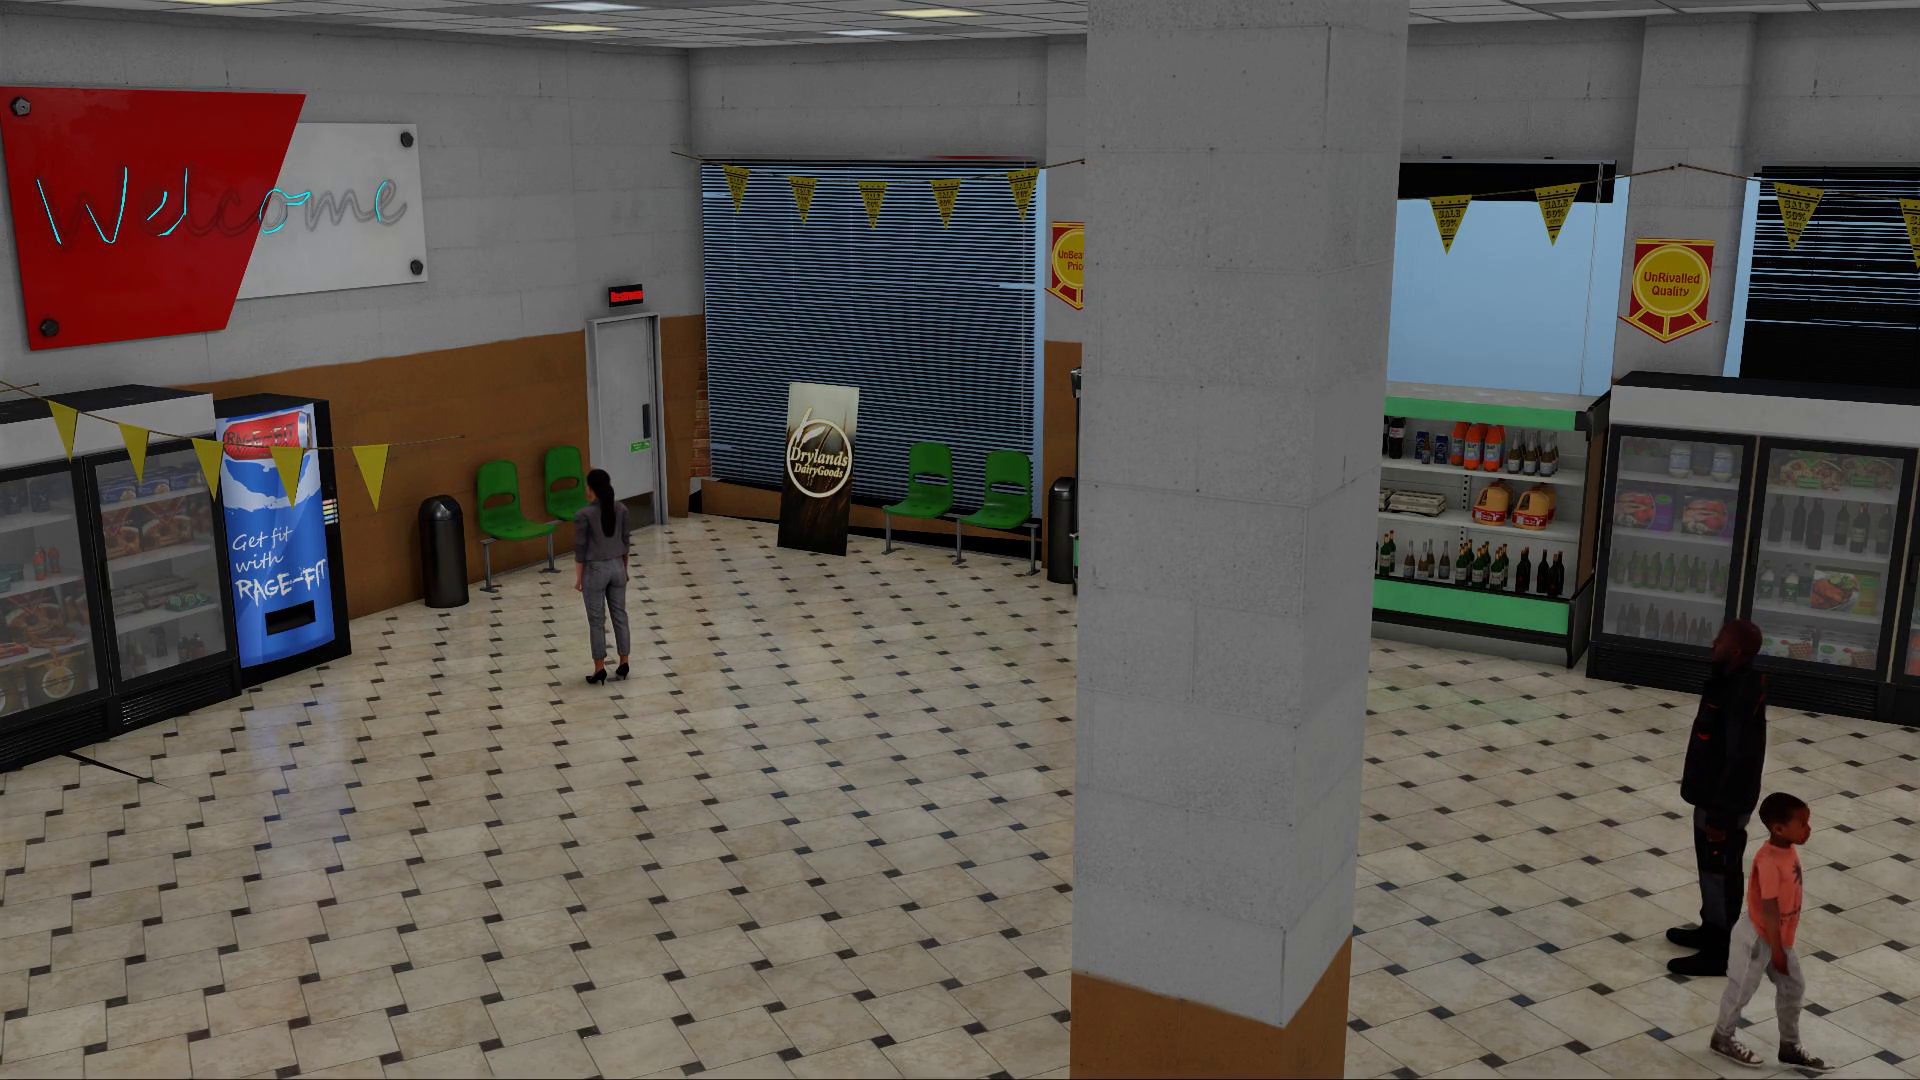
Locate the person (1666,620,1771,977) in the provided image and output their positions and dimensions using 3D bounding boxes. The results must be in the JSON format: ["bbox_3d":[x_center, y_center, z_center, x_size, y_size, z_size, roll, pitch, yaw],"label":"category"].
[{"bbox_3d":[3.823,1.270,8.288,0.622,1.825,0.721,5,15,21],"label":"person"}]

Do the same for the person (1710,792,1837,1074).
[{"bbox_3d":[3.550,1.742,7.470,0.618,1.295,0.778,-11,17,-38],"label":"person"}]

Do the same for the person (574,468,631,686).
[{"bbox_3d":[-2.720,0.275,12.705,0.697,1.679,0.701,-11,18,-39],"label":"person"}]
